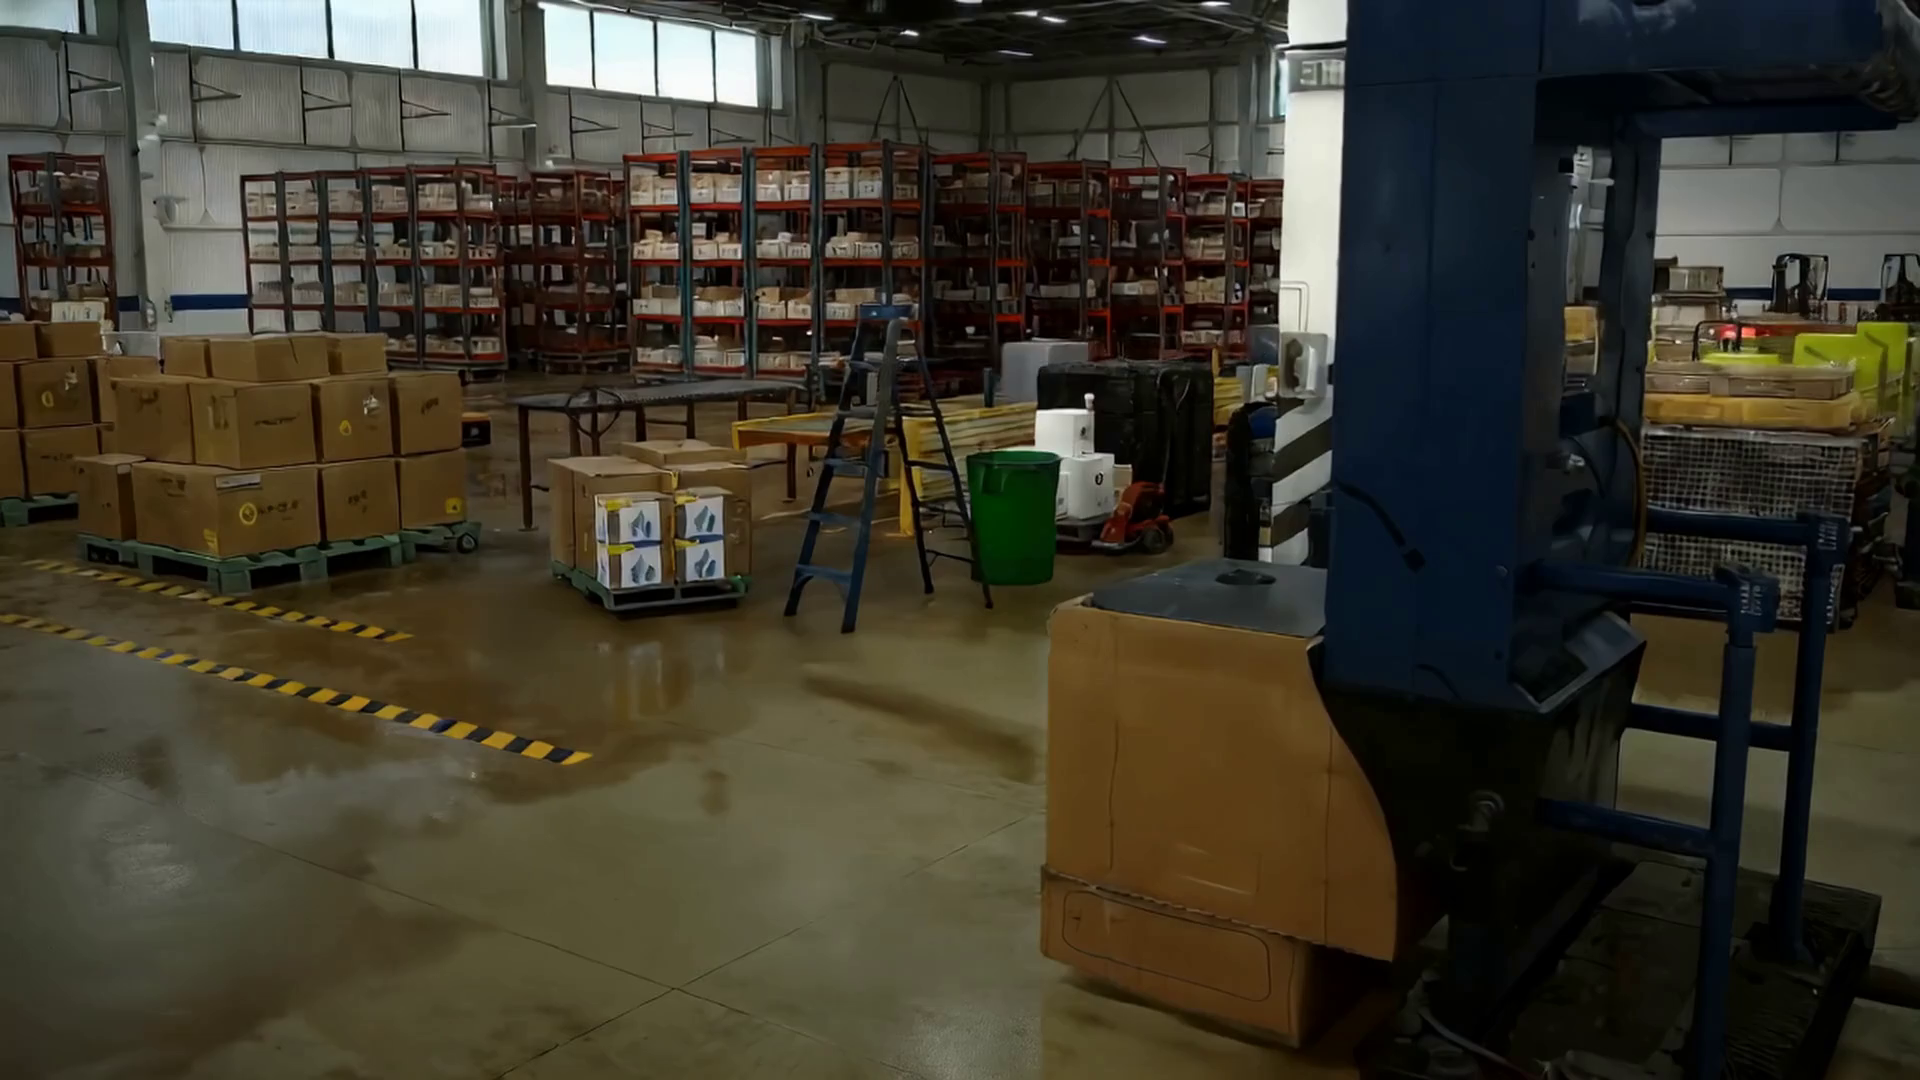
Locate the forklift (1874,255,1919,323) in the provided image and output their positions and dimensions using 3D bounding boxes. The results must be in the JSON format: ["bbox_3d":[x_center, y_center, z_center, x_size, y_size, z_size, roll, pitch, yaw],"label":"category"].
[{"bbox_3d":[22.089,-5.634,38.796,1.157,1.987,2.680,6,11,33],"label":"forklift"}]

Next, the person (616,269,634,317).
[{"bbox_3d":[-8.171,-5.736,40.802,0.563,1.838,0.378,0,10,1],"label":"person"}]

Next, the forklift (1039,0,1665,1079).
[{"bbox_3d":[1.249,-0.137,4.360,1.873,2.768,1.129,7,12,35],"label":"forklift"}]

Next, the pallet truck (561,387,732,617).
[{"bbox_3d":[-1.981,-0.274,10.088,0.680,1.201,1.601,-5,11,-28],"label":"pallet truck"}]

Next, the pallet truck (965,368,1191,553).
[{"bbox_3d":[0.845,-0.609,11.869,1.630,1.274,0.653,7,12,35],"label":"pallet truck"}]

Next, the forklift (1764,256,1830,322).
[{"bbox_3d":[20.253,-5.854,40.139,1.157,1.987,2.680,7,12,35],"label":"forklift"}]
